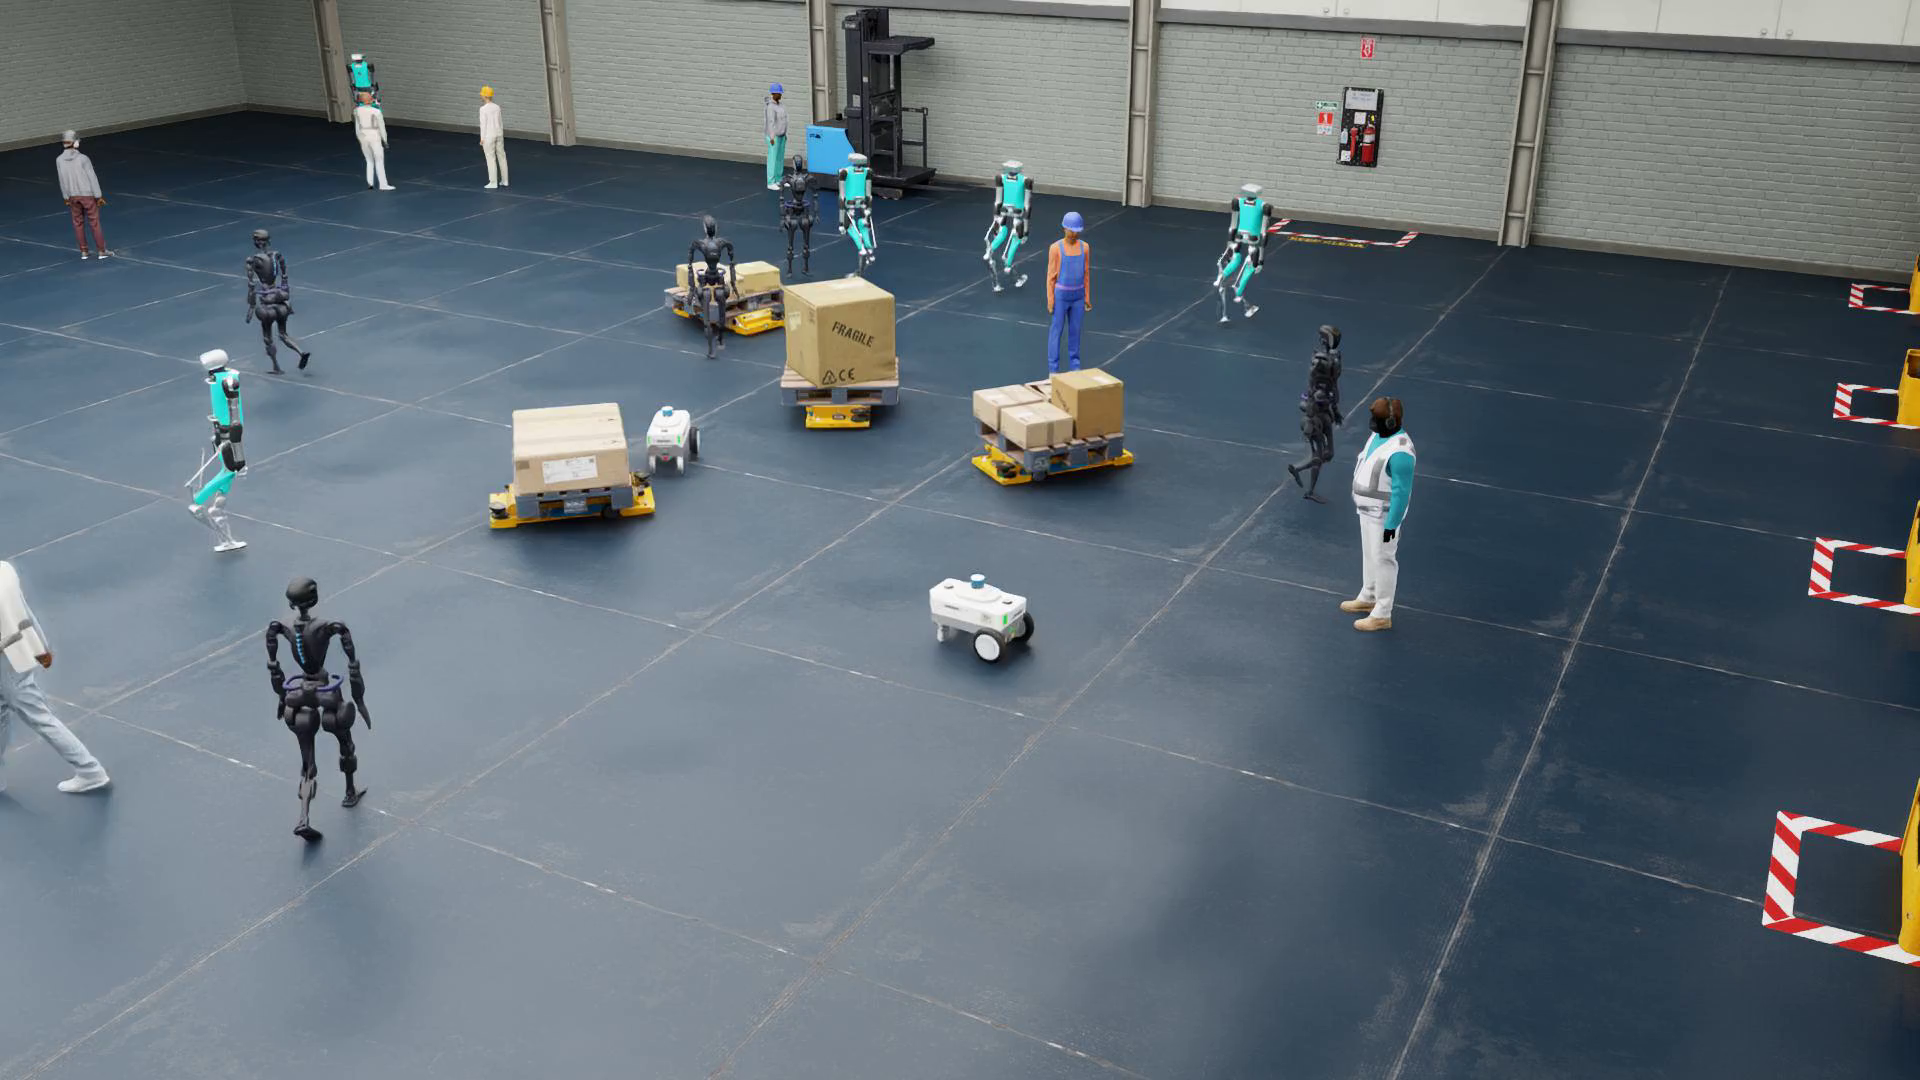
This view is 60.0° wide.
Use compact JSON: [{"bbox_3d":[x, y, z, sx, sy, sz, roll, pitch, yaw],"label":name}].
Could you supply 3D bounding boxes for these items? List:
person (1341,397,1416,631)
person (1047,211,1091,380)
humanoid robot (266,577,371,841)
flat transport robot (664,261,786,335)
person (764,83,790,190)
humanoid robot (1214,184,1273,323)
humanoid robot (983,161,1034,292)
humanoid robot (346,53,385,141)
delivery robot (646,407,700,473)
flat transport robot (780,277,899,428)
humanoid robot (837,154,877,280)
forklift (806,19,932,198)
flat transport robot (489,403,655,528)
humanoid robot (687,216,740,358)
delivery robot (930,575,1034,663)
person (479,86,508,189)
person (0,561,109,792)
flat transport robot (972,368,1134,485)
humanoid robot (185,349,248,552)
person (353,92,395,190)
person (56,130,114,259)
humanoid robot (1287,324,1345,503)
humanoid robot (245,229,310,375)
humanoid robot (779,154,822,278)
[{"bbox_3d":[3.186,-0.209,12.660,0.429,1.839,0.633,-2,23,-4],"label":"person"},{"bbox_3d":[1.195,-2.670,18.306,0.511,1.907,0.363,-9,25,-20],"label":"person"},{"bbox_3d":[-3.926,1.012,10.096,0.593,1.651,0.742,1,23,1],"label":"humanoid robot"},{"bbox_3d":[-2.883,-2.839,20.772,1.431,0.231,0.659,21,31,40],"label":"flat transport robot"},{"bbox_3d":[-3.113,-6.848,28.211,0.368,1.768,0.523,8,25,18],"label":"person"},{"bbox_3d":[3.395,-3.415,20.304,0.537,1.750,1.054,16,28,32],"label":"humanoid robot"},{"bbox_3d":[0.598,-4.020,21.650,0.537,1.732,1.007,12,26,25],"label":"humanoid robot"},{"bbox_3d":[-11.436,-8.537,32.242,0.541,1.809,0.782,1,23,1],"label":"humanoid robot"},{"bbox_3d":[-2.818,-1.000,16.152,0.499,0.614,0.791,-1,23,-1],"label":"delivery robot"},{"bbox_3d":[-1.253,-1.496,17.645,0.659,0.231,1.431,-1,23,-1],"label":"flat transport robot"},{"bbox_3d":[-1.272,-4.206,22.130,0.584,1.775,0.892,-16,28,-33],"label":"humanoid robot"},{"bbox_3d":[-1.573,-7.292,27.850,1.873,2.768,1.129,12,26,25],"label":"forklift"},{"bbox_3d":[-3.509,-0.373,15.031,1.431,0.231,0.659,-6,24,-14],"label":"flat transport robot"},{"bbox_3d":[-2.867,-2.929,19.255,0.617,1.661,0.674,-9,25,-19],"label":"humanoid robot"},{"bbox_3d":[0.160,0.560,12.506,0.773,0.601,0.513,14,27,29],"label":"delivery robot"},{"bbox_3d":[-7.946,-6.837,28.264,0.306,1.700,0.481,15,27,30],"label":"person"},{"bbox_3d":[-5.960,0.773,10.349,0.990,1.855,0.598,-5,24,-11],"label":"person"},{"bbox_3d":[0.876,-0.833,16.102,1.431,0.231,0.659,-11,26,-24],"label":"flat transport robot"},{"bbox_3d":[-6.252,-0.619,13.869,0.740,1.892,0.552,-16,28,-33],"label":"humanoid robot"},{"bbox_3d":[-9.946,-6.743,28.148,0.589,1.628,0.349,5,24,11],"label":"person"},{"bbox_3d":[-12.478,-4.902,23.627,0.542,1.806,0.379,-1,23,-2],"label":"person"},{"bbox_3d":[3.208,-1.167,15.094,0.488,1.639,0.613,17,28,34],"label":"humanoid robot"},{"bbox_3d":[-7.640,-2.636,18.535,0.533,1.642,0.604,10,25,22],"label":"humanoid robot"},{"bbox_3d":[-2.183,-4.410,22.627,0.599,1.657,0.315,-9,25,-20],"label":"humanoid robot"}]
